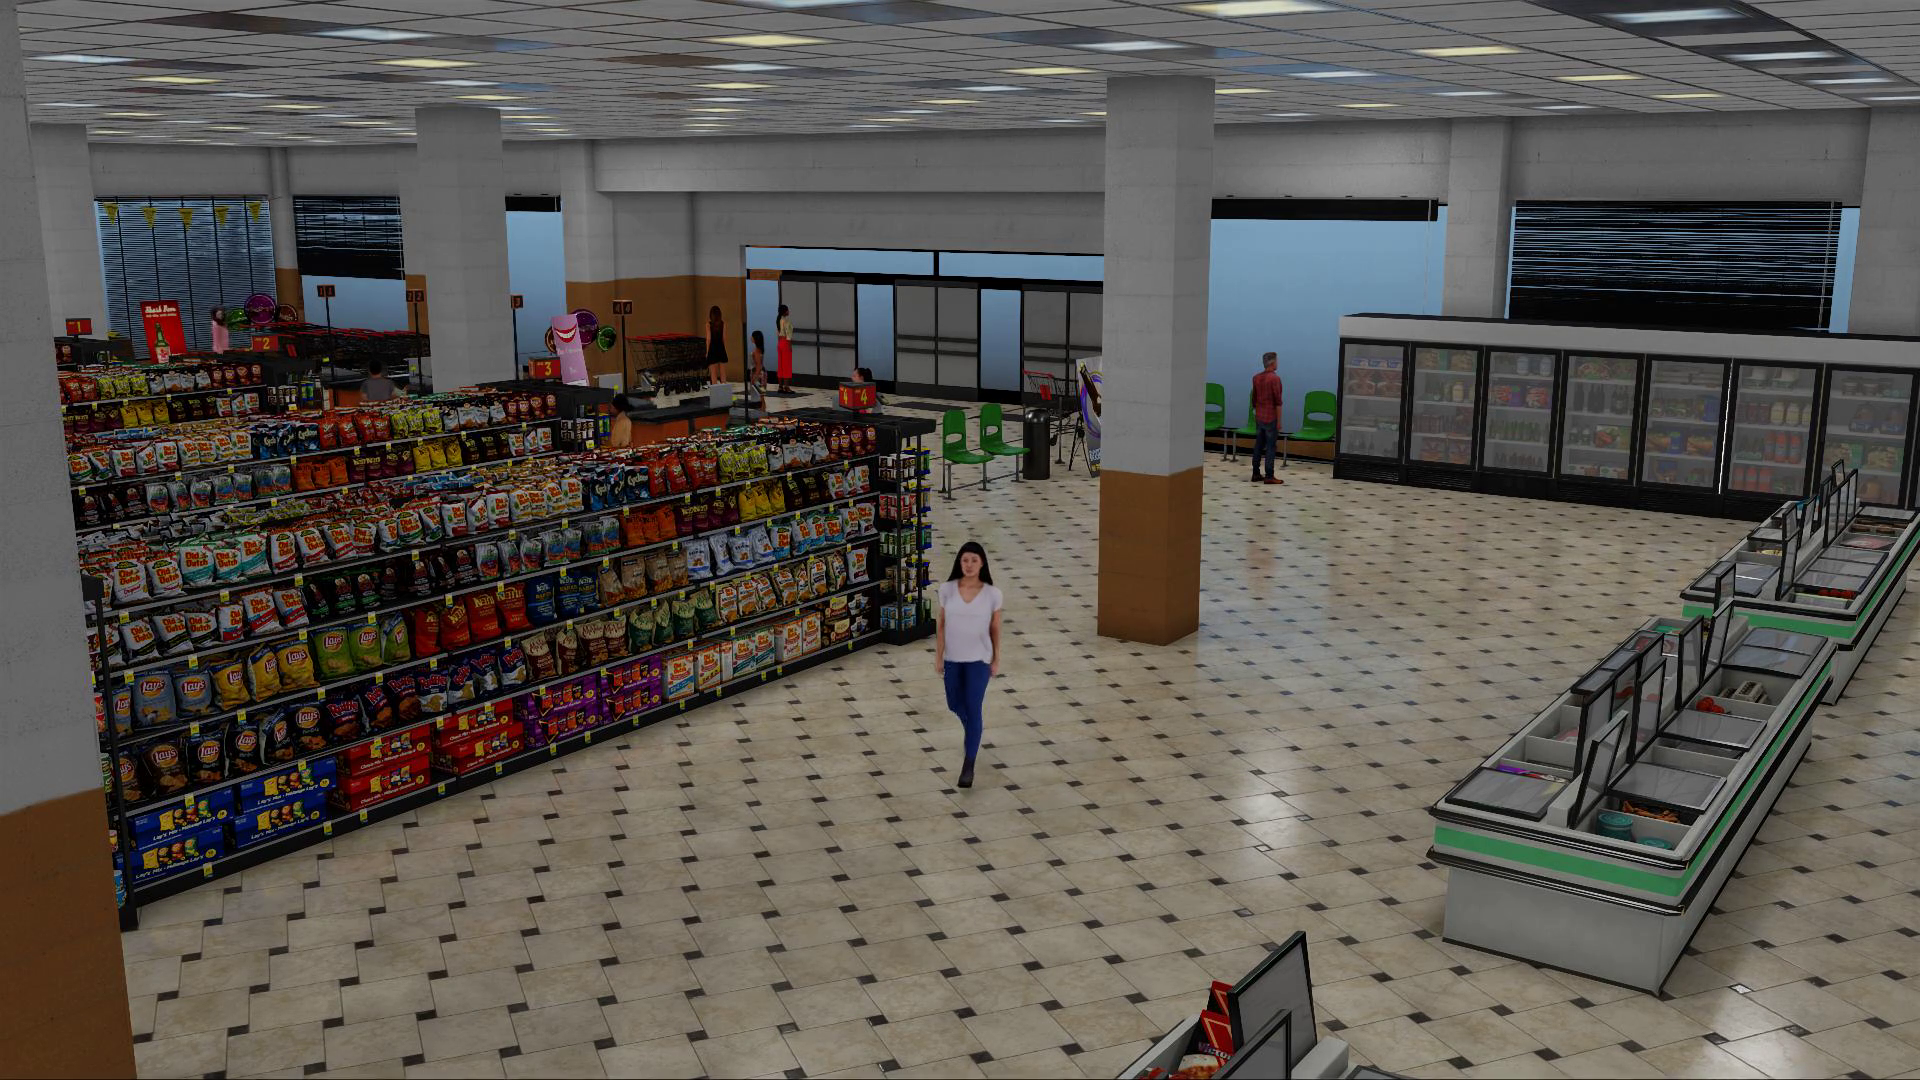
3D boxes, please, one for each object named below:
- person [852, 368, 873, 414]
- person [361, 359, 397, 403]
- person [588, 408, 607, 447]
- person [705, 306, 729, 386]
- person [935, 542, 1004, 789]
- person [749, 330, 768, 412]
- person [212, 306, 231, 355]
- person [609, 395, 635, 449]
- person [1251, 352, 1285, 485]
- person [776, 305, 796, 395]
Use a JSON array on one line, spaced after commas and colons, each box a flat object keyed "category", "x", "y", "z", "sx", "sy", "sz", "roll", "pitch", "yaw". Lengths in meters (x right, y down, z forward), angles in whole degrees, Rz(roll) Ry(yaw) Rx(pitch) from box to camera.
[{"category": "person", "x": -1.300, "y": -1.445, "z": 22.208, "sx": 0.727, "sy": 1.726, "sz": 0.711, "roll": -6, "pitch": 13, "yaw": -25}, {"category": "person", "x": -8.010, "y": -1.626, "z": 23.037, "sx": 0.975, "sy": 1.738, "sz": 1.000, "roll": -4, "pitch": 12, "yaw": -17}, {"category": "person", "x": -4.059, "y": -0.646, "z": 18.665, "sx": 0.752, "sy": 1.622, "sz": 1.034, "roll": 6, "pitch": 13, "yaw": 28}, {"category": "person", "x": -4.724, "y": -3.616, "z": 32.256, "sx": 0.597, "sy": 1.834, "sz": 0.719, "roll": -7, "pitch": 14, "yaw": -30}, {"category": "person", "x": 0.060, "y": 0.839, "z": 11.515, "sx": 0.852, "sy": 1.663, "sz": 1.140, "roll": 3, "pitch": 12, "yaw": 13}, {"category": "person", "x": -3.504, "y": -2.834, "z": 29.002, "sx": 0.786, "sy": 1.645, "sz": 0.672, "roll": 0, "pitch": 12, "yaw": 2}, {"category": "person", "x": -14.620, "y": -3.745, "z": 33.002, "sx": 0.788, "sy": 1.780, "sz": 0.717, "roll": -4, "pitch": 13, "yaw": -19}, {"category": "person", "x": -3.922, "y": -0.898, "z": 19.821, "sx": 0.830, "sy": 1.639, "sz": 0.783, "roll": -1, "pitch": 12, "yaw": -3}, {"category": "person", "x": 4.292, "y": -1.712, "z": 23.225, "sx": 0.705, "sy": 1.831, "sz": 0.761, "roll": -7, "pitch": 14, "yaw": -30}, {"category": "person", "x": -3.517, "y": -3.818, "z": 33.315, "sx": 0.621, "sy": 1.793, "sz": 0.653, "roll": -9, "pitch": 15, "yaw": -38}]
